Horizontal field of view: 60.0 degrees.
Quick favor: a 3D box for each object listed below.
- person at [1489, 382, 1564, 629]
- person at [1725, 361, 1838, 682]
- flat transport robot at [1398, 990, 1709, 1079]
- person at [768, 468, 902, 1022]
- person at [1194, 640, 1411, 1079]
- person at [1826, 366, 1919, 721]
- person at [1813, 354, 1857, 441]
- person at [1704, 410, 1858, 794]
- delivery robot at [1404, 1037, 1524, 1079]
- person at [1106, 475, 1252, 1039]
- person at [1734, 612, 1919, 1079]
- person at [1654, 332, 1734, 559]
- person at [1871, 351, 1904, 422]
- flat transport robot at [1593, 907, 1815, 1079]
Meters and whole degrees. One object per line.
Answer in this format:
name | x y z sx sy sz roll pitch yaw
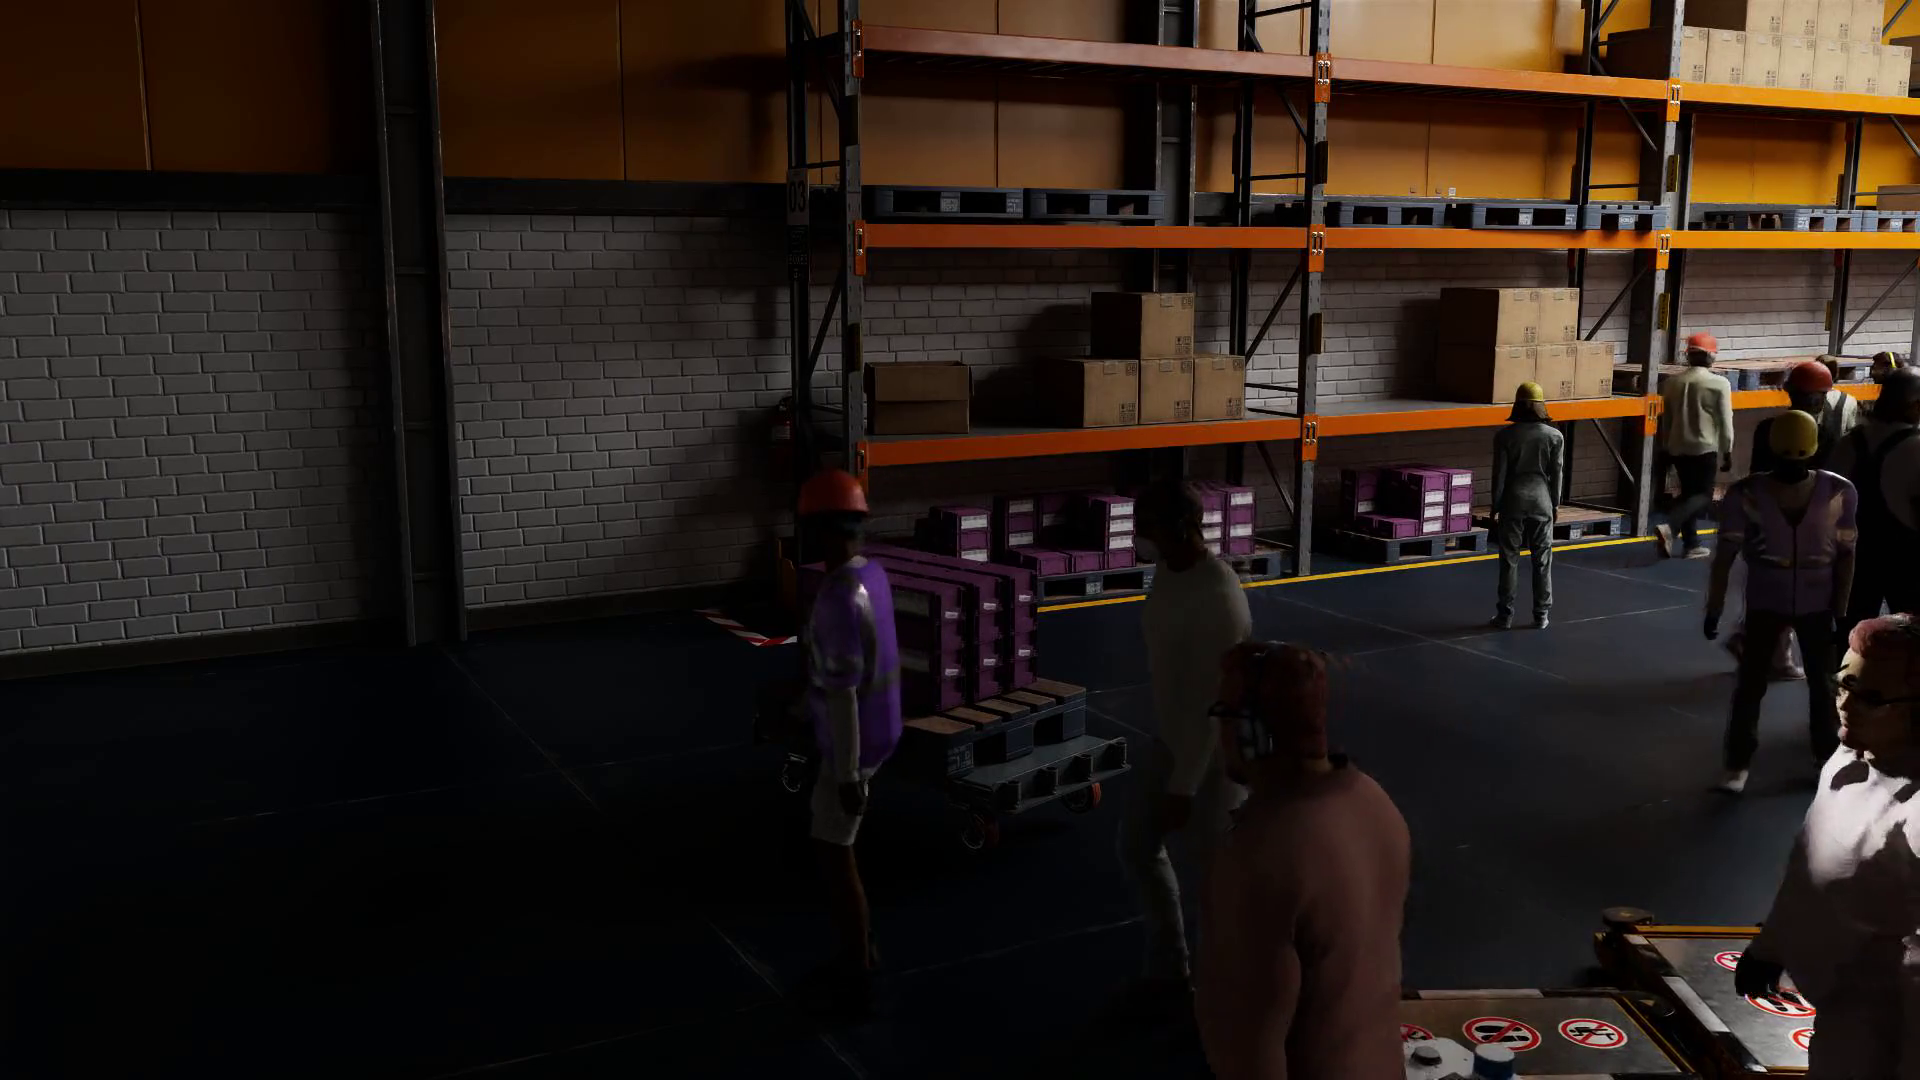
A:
person | 3.972 -0.239 11.700 0.484 1.735 0.311 2 10 9
person | 5.112 -0.102 10.195 0.425 1.981 0.614 -2 10 -11
flat transport robot | 1.599 1.627 5.165 1.431 0.197 0.652 0 10 -1
person | -0.455 0.697 5.857 0.503 1.897 0.565 2 10 12
person | 0.667 1.141 3.344 0.444 1.883 0.710 7 12 36
person | 5.117 0.042 9.204 0.596 2.000 0.700 -5 11 -24
person | 6.765 -0.539 13.110 0.514 1.843 0.327 -1 10 -6
person | 4.060 0.302 8.122 0.780 1.898 0.577 3 10 18
delivery robot | 1.398 1.574 4.385 0.477 0.478 0.707 -4 11 -24
person | 0.744 0.734 5.577 0.628 1.906 0.668 -2 10 -14
person | 2.023 1.077 3.740 0.552 1.889 0.742 3 10 18
person | 6.201 -0.777 14.150 0.777 1.968 0.630 -6 11 -30
person | 7.684 -0.662 13.933 1.002 1.809 0.498 1 10 4
flat transport robot | 2.662 1.573 5.480 0.652 0.197 1.431 0 10 2
